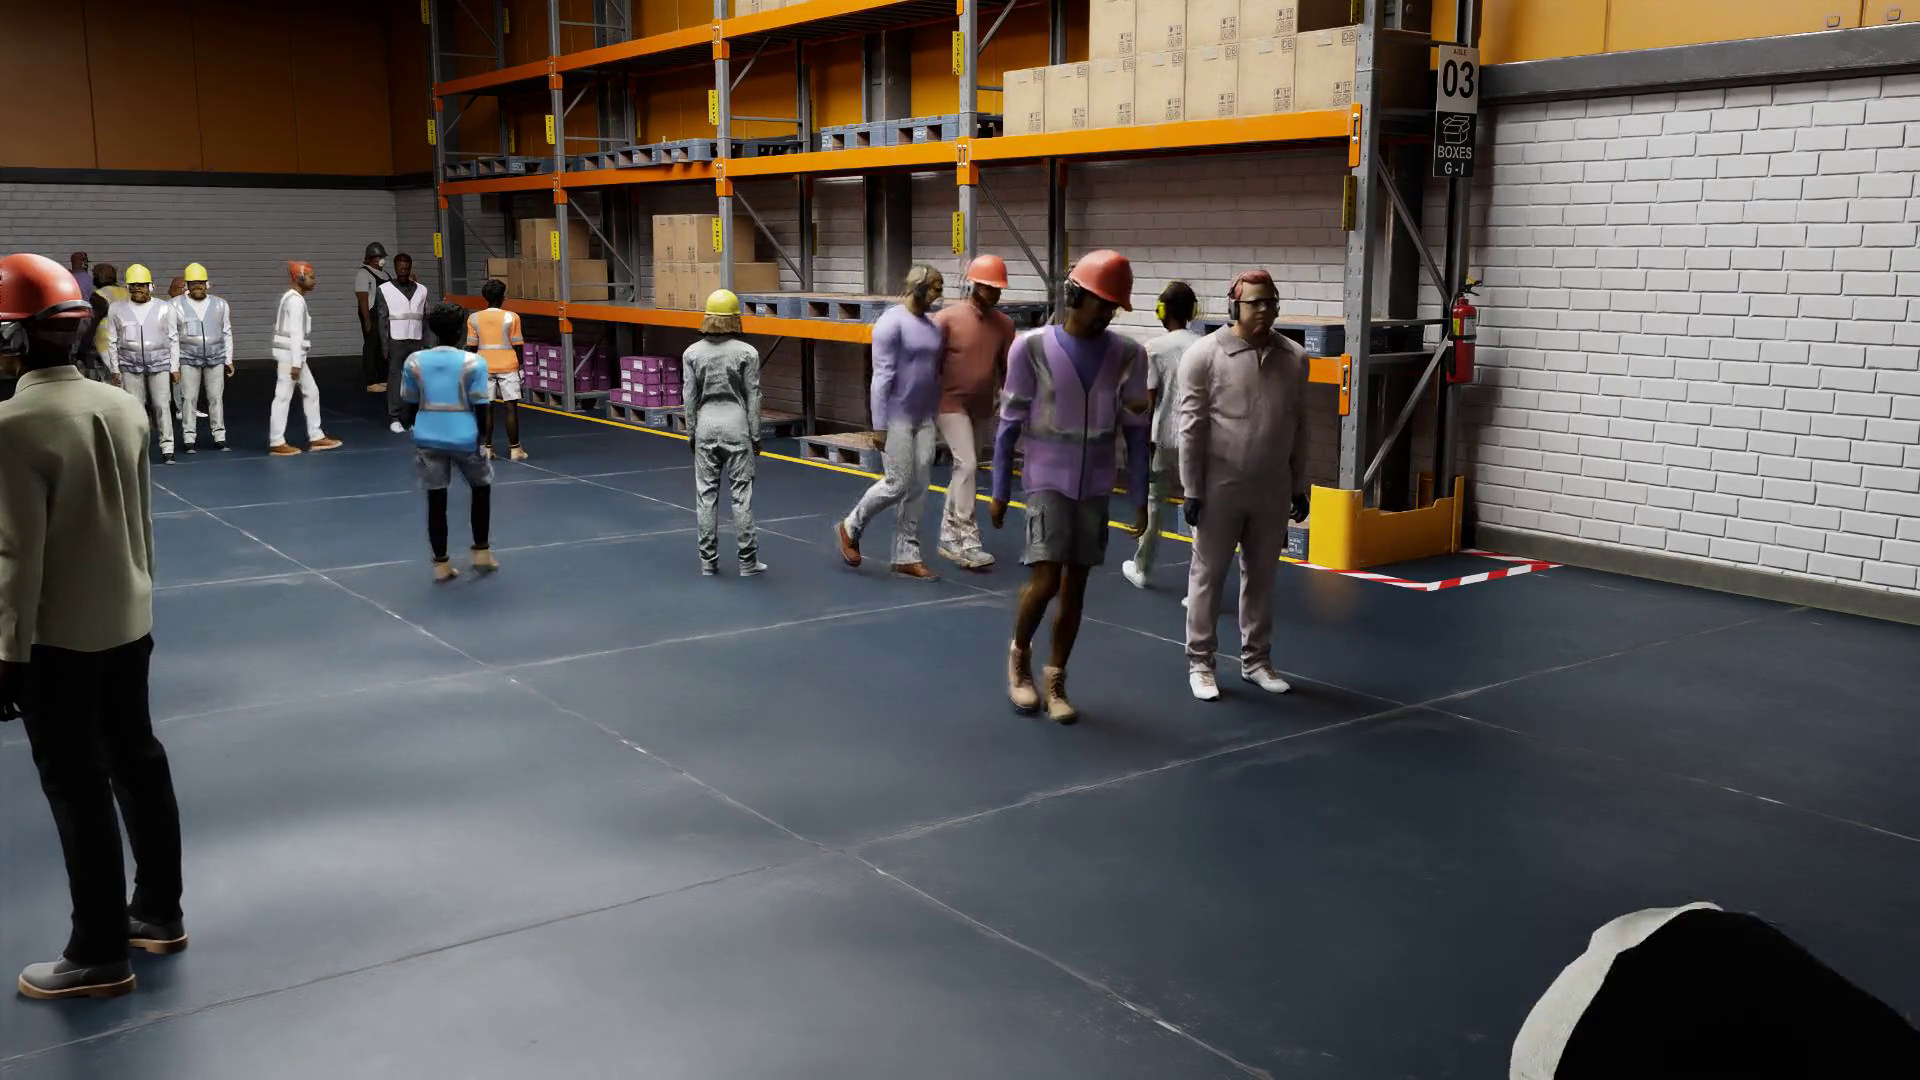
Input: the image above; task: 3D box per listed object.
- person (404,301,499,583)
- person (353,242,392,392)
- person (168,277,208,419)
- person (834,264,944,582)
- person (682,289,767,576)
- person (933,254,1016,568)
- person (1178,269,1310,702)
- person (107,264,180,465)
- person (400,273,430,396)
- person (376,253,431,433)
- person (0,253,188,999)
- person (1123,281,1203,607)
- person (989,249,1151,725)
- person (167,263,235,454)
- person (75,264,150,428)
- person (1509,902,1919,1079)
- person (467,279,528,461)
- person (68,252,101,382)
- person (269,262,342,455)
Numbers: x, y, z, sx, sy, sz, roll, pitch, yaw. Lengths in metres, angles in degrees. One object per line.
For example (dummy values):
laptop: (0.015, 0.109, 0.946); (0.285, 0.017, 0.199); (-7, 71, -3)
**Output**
person: (-3.056, -0.593, 10.035); (0.540, 1.677, 0.585); (0, 10, 1)
person: (-7.943, -3.057, 22.812); (0.536, 2.000, 0.673); (2, 10, 12)
person: (-8.955, -2.212, 19.220); (0.285, 1.633, 0.500); (1, 10, 6)
person: (-0.371, -0.713, 10.074); (0.637, 1.903, 0.687); (7, 12, 33)
person: (-1.434, -0.646, 10.142); (0.487, 1.744, 0.312); (2, 10, 11)
person: (0.109, -0.794, 10.398); (0.642, 1.939, 0.881); (-7, 12, -36)
person: (1.283, -0.241, 7.415); (0.643, 1.909, 0.399); (-3, 11, -18)
person: (-7.418, -1.583, 15.140); (0.588, 1.833, 0.404); (-4, 11, -23)
person: (-7.311, -2.733, 22.138); (0.497, 1.633, 0.289); (-7, 12, -35)
person: (-5.990, -2.123, 17.934); (0.386, 1.914, 0.590); (9, 13, 40)
person: (-2.403, 0.237, 4.489); (0.396, 1.993, 0.617); (1, 10, 8)
person: (1.219, -0.546, 9.410); (0.493, 1.811, 1.028); (-3, 10, -14)
person: (0.483, -0.208, 6.988); (0.660, 1.999, 0.474); (-3, 11, -17)
person: (-7.319, -1.748, 16.058); (0.590, 1.835, 0.404); (-7, 12, -33)
person: (-9.303, -2.096, 18.110); (0.965, 1.793, 0.643); (0, 10, 1)
person: (0.486, 0.910, 0.970); (0.528, 1.917, 0.787); (-6, 12, -29)
person: (-4.289, -1.566, 15.437); (0.532, 1.693, 0.319); (1, 10, 4)
person: (-11.981, -2.984, 22.780); (0.652, 1.906, 0.404); (2, 10, 11)
person: (-6.331, -1.738, 16.004); (0.734, 1.847, 0.612); (-4, 11, -22)
